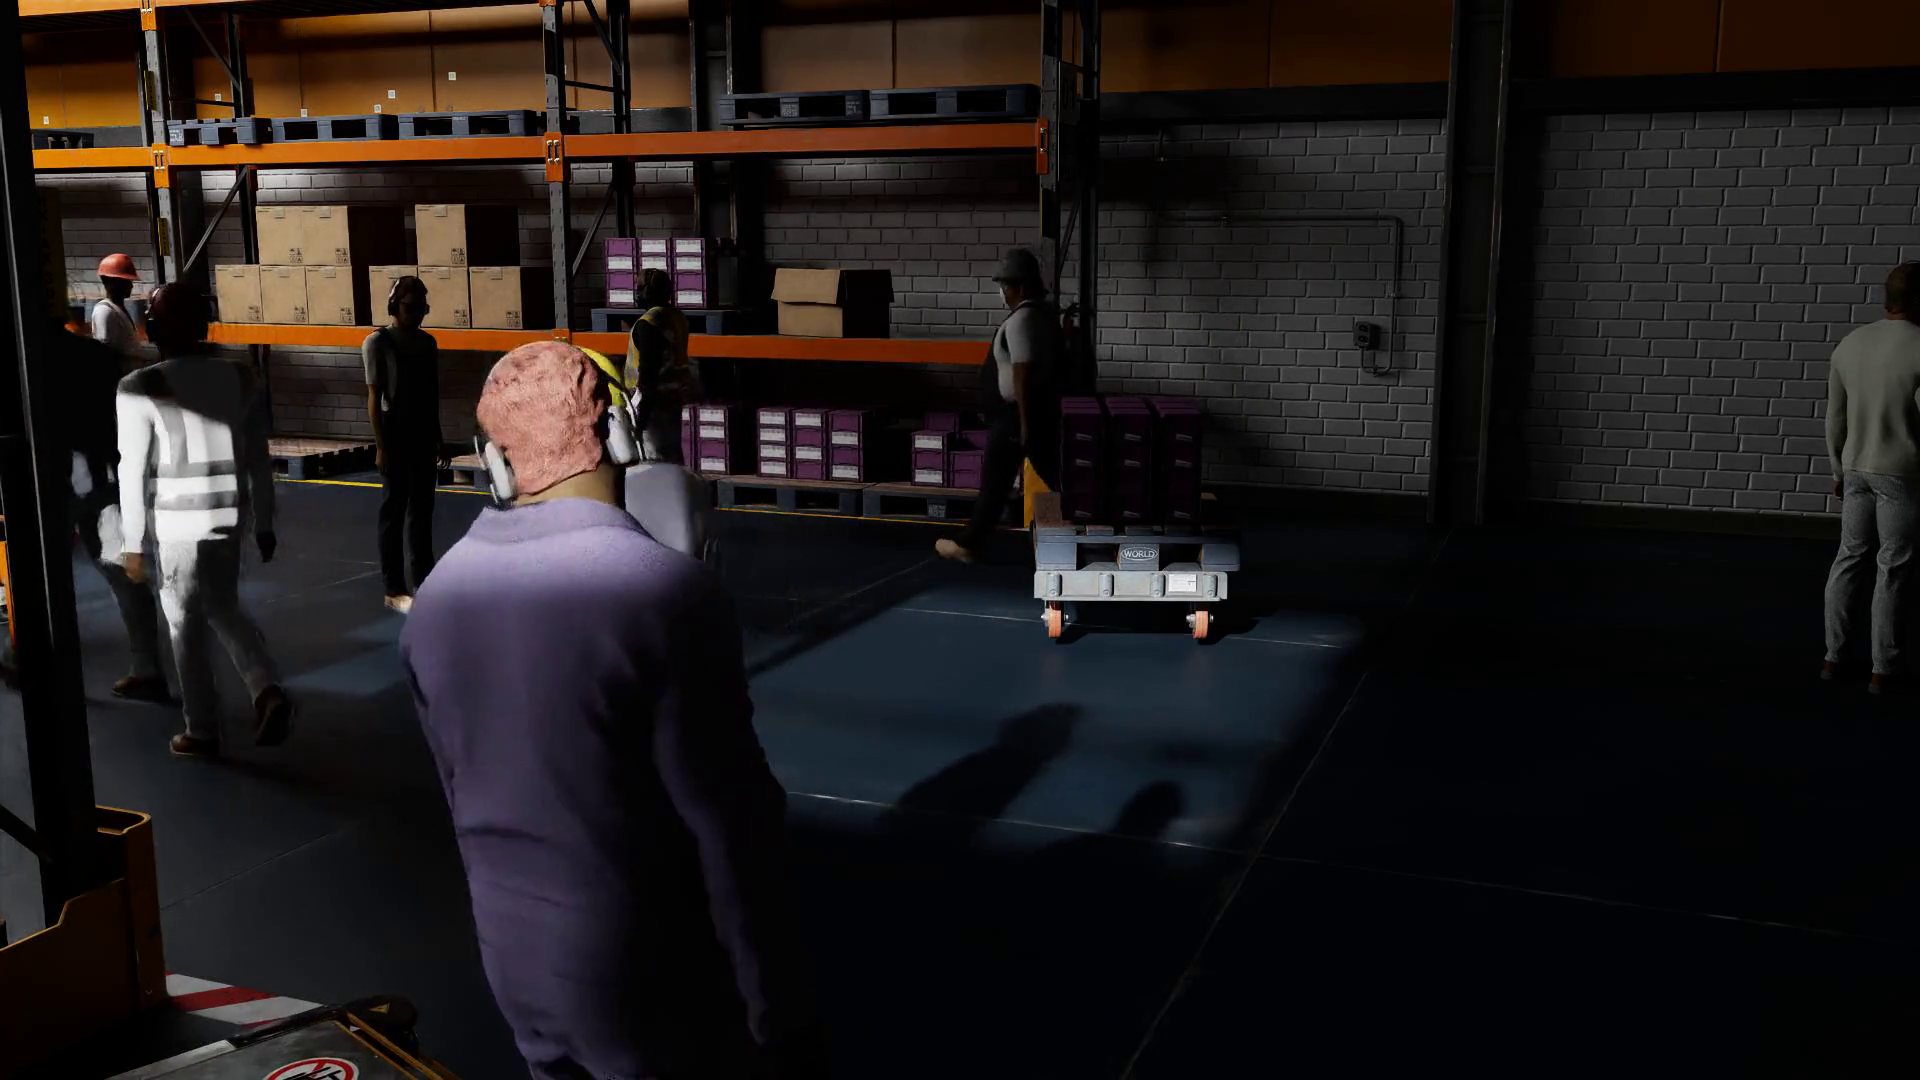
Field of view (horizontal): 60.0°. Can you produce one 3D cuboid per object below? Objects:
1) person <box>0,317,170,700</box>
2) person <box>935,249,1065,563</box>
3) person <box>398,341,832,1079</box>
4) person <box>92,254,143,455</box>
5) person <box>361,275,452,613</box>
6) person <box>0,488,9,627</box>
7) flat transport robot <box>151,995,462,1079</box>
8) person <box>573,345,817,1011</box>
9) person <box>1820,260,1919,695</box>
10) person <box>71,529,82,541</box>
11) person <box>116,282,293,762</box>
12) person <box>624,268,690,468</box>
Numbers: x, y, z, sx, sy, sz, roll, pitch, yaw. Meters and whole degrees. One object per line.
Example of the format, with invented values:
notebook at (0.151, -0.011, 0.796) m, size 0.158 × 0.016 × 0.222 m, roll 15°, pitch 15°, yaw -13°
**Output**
person at (-3.974, -0.225, 7.362) m, size 1.039 × 1.882 × 0.628 m, roll 4°, pitch 11°, yaw 23°
person at (0.406, -0.842, 10.350) m, size 1.059 × 2.000 × 0.694 m, roll 4°, pitch 11°, yaw 23°
person at (-0.519, 0.649, 2.502) m, size 0.713 × 1.880 × 0.527 m, roll 8°, pitch 13°, yaw 37°
person at (-6.109, -1.115, 12.170) m, size 0.365 × 1.932 × 0.552 m, roll -3°, pitch 11°, yaw -17°
person at (-3.028, -0.529, 9.171) m, size 0.344 × 1.839 × 0.504 m, roll 5°, pitch 11°, yaw 25°
person at (-5.177, -0.431, 8.635) m, size 0.404 × 1.835 × 0.589 m, roll 10°, pitch 14°, yaw 44°
flat transport robot at (-1.655, 1.302, 3.337) m, size 0.652 × 0.197 × 1.431 m, roll 10°, pitch 14°, yaw 44°
person at (-0.737, 0.432, 3.920) m, size 0.770 × 1.800 × 0.625 m, roll 6°, pitch 12°, yaw 30°
person at (4.188, -0.277, 7.490) m, size 0.358 × 1.937 × 0.636 m, roll -3°, pitch 11°, yaw -18°
person at (-6.290, -0.834, 10.934) m, size 0.788 × 1.814 × 0.623 m, roll -7°, pitch 12°, yaw -33°
person at (-2.904, -0.046, 6.386) m, size 0.495 × 1.871 × 0.597 m, roll 6°, pitch 12°, yaw 31°
person at (-2.077, -0.928, 11.387) m, size 0.429 × 1.844 × 0.626 m, roll 2°, pitch 10°, yaw 10°
